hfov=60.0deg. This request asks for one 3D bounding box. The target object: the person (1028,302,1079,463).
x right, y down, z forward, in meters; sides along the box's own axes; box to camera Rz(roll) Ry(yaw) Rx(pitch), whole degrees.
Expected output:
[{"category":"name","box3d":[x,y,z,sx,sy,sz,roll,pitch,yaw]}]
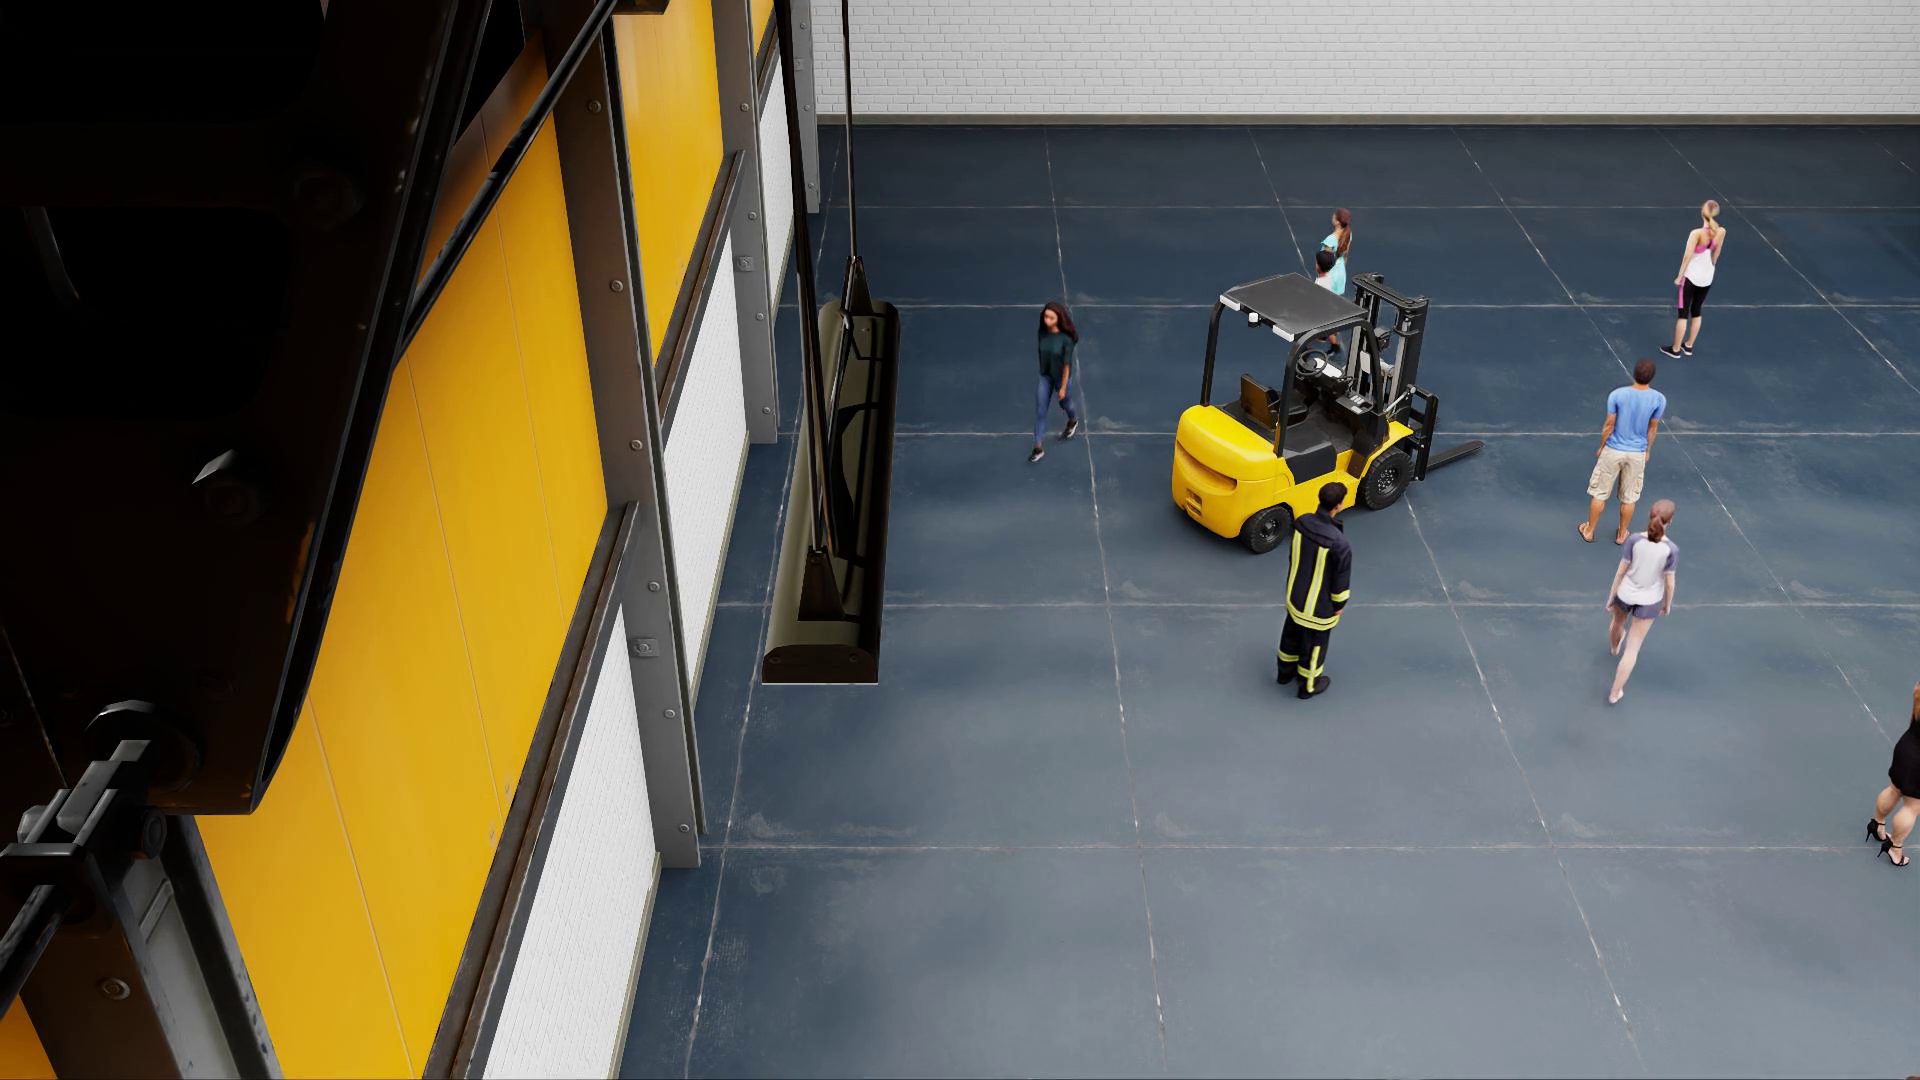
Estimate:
[{"category":"person","box3d":[0.989,-1.604,16.386,0.964,1.577,1.178,19,38,26]}]

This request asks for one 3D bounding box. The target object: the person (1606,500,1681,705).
[{"category":"person","box3d":[5.298,0.516,13.061,0.985,1.727,1.168,19,38,27]}]

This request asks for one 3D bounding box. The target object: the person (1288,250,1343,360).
[{"category":"person","box3d":[3.976,-2.540,18.090,0.796,1.249,0.797,21,39,28]}]

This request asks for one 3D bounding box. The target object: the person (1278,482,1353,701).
[{"category":"person","box3d":[2.786,0.391,13.070,0.937,1.924,0.811,-18,37,-25]}]

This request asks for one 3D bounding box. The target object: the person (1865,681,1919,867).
[{"category":"person","box3d":[6.684,1.520,11.556,0.690,1.721,0.510,0,34,0]}]

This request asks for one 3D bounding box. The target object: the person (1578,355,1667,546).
[{"category":"person","box3d":[5.968,-0.801,14.919,0.698,1.863,0.644,7,34,11]}]

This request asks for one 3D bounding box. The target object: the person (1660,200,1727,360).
[{"category":"person","box3d":[7.988,-2.821,18.027,0.659,1.786,0.605,-9,35,-13]}]

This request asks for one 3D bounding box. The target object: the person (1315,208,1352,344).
[{"category":"person","box3d":[4.126,-2.949,18.427,0.648,1.558,0.690,-21,39,-28]}]
